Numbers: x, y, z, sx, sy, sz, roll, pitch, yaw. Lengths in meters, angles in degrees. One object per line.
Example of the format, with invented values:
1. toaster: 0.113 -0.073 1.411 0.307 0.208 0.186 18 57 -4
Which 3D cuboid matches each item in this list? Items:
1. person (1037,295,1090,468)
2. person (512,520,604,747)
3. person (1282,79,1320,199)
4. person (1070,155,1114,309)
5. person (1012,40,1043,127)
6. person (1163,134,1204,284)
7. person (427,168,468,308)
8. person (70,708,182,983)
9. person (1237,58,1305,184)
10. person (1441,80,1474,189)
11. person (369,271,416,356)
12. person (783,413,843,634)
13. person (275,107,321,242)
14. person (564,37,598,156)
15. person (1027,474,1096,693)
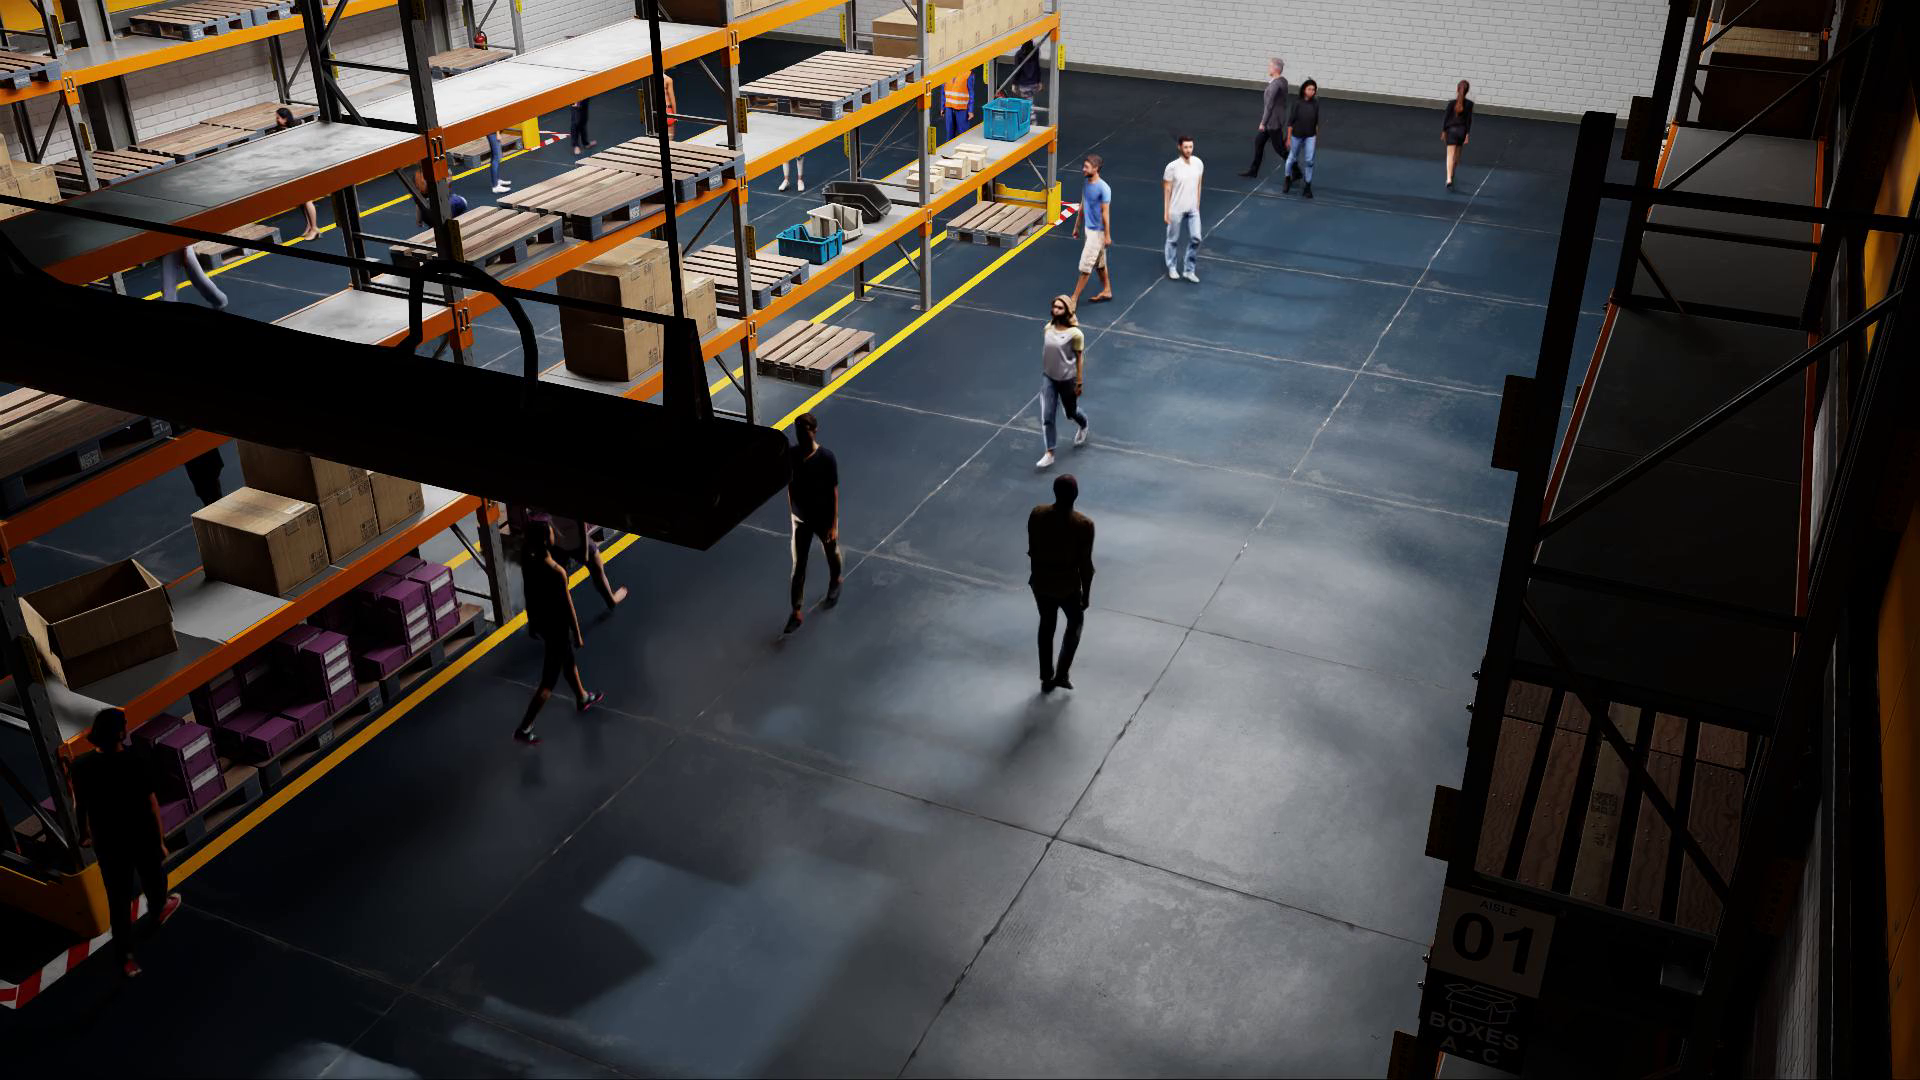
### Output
1. person: 1.034 -1.576 16.189 0.775 1.697 1.143 19 34 31
2. person: -3.017 0.697 12.032 0.703 1.688 1.172 18 34 30
3. person: 4.928 -5.792 23.951 0.892 1.666 1.115 2 29 4
4. person: 1.706 -3.709 19.963 1.194 1.829 1.083 -13 31 -23
5. person: 1.144 -7.285 26.654 0.926 1.700 0.932 -18 33 -29
6. person: 2.753 -4.167 20.787 0.900 1.843 0.964 -7 29 -13
7. person: -5.949 -3.411 19.437 0.948 1.809 1.240 1 29 1
8. person: -4.993 1.837 9.905 1.105 1.723 1.281 -4 29 -8
9. person: 4.685 -6.106 24.396 0.873 1.792 1.208 8 30 14
10. person: 7.262 -5.926 24.338 0.727 1.530 1.087 5 29 9
11. person: -5.668 -1.843 16.503 0.778 1.865 0.829 -9 30 -15
12. person: -1.146 -0.207 13.576 0.787 1.797 1.237 7 29 13
13. person: -8.832 -4.878 22.167 0.774 1.769 0.755 -21 35 -34
14. person: -5.958 -6.980 25.975 0.945 1.814 0.485 6 29 10
15. person: 0.697 0.378 12.484 0.716 1.815 0.626 13 31 22
